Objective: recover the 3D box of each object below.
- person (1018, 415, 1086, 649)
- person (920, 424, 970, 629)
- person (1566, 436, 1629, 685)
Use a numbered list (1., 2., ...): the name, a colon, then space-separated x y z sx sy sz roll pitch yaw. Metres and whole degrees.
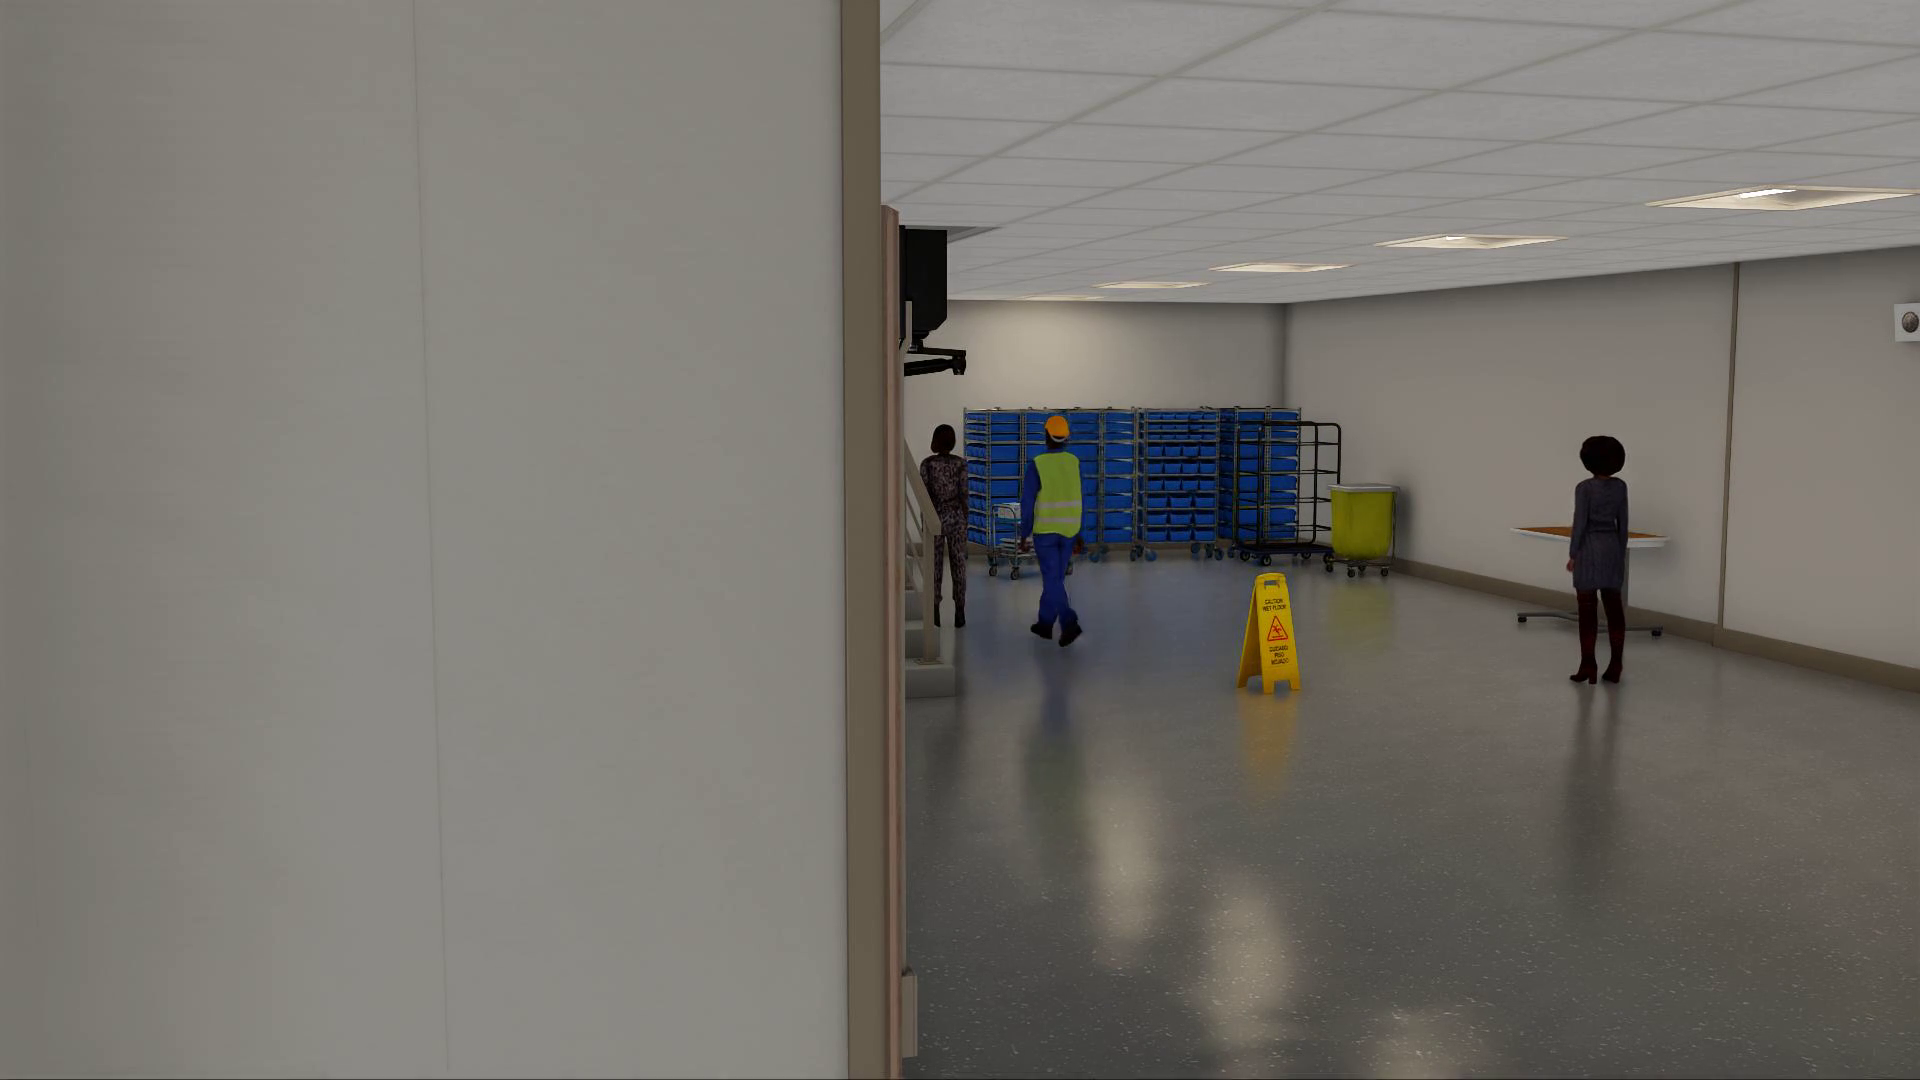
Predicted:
1. person: 0.759 -0.043 12.900 0.781 1.780 1.217 -2 6 -23
2. person: -0.125 -0.124 14.039 0.621 1.713 0.625 0 6 -3
3. person: 4.421 0.133 11.503 0.598 1.710 0.515 -1 6 -12
